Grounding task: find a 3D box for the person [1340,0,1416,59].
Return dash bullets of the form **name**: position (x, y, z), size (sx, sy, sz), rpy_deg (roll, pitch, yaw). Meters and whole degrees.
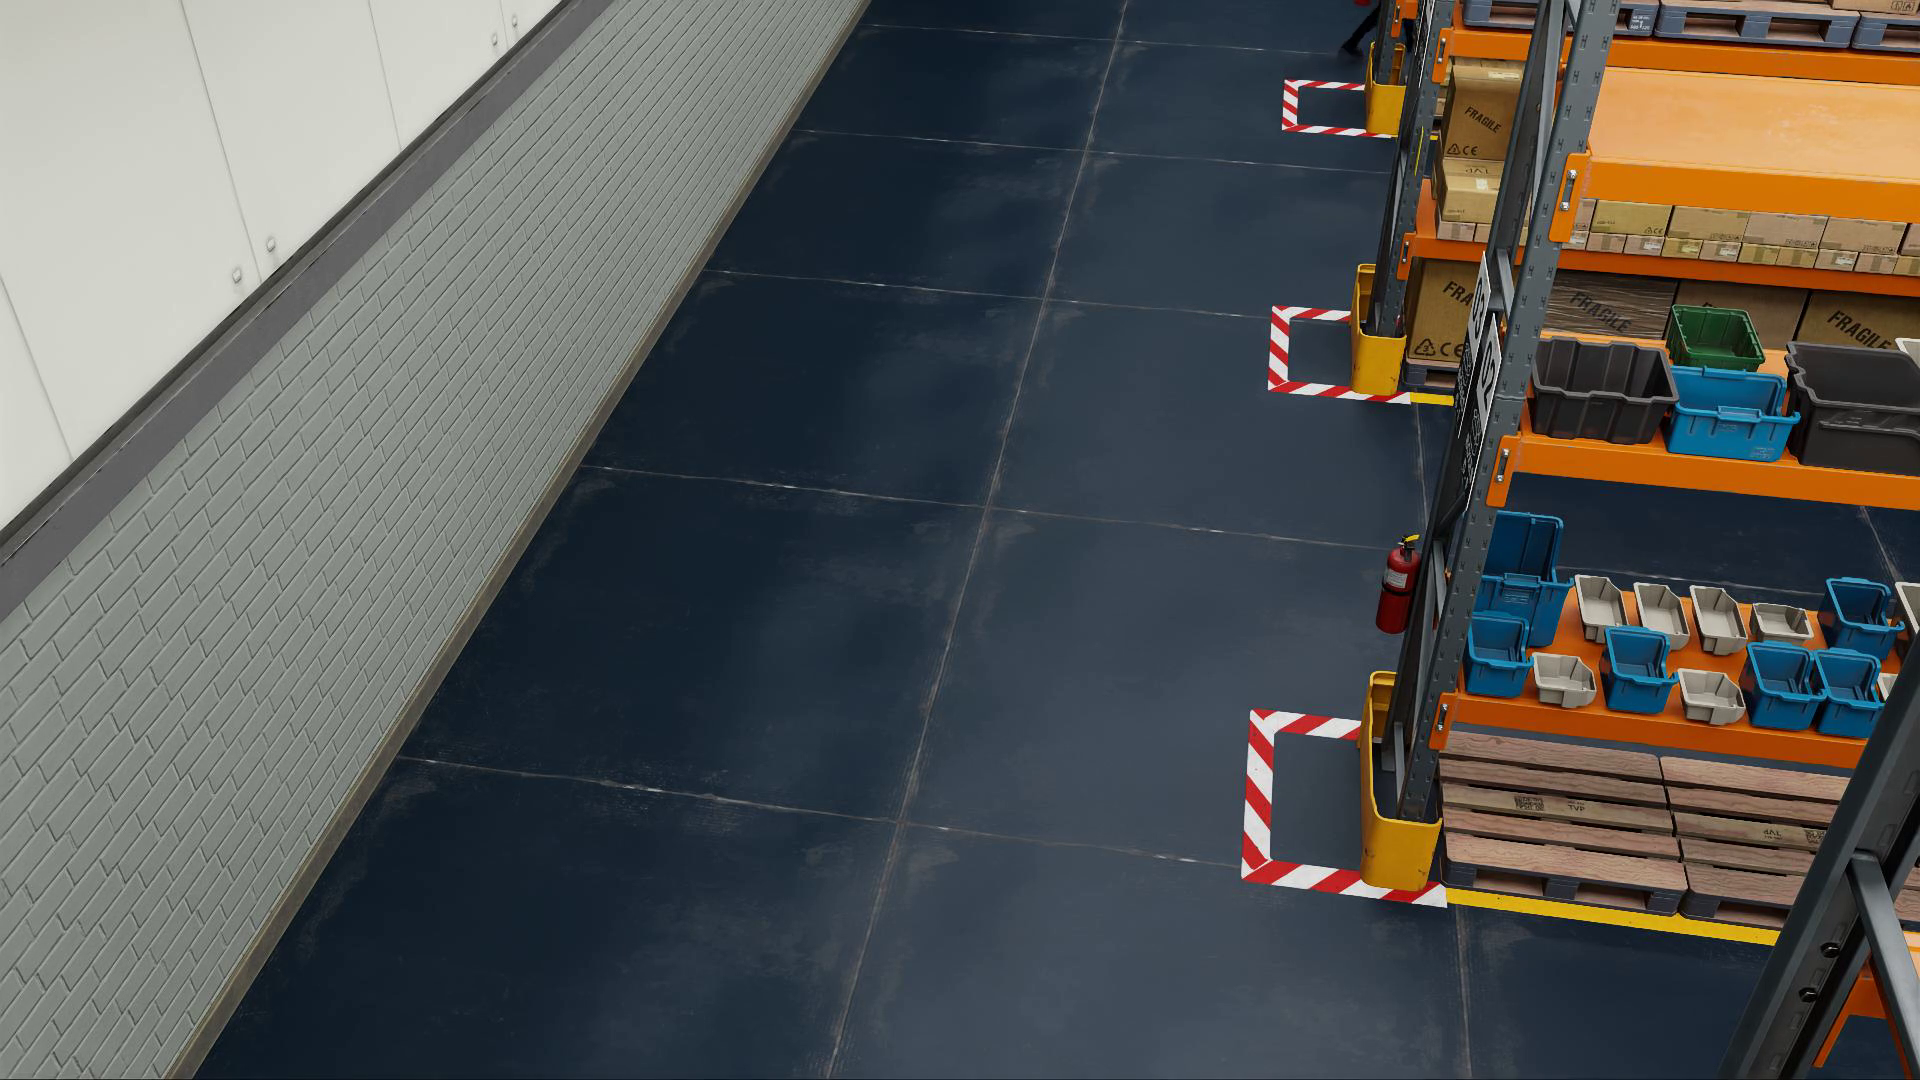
- **person**: position (4.529, -5.908, 17.540), size (1.373, 1.779, 0.949), rpy_deg (-6, 38, -8)
